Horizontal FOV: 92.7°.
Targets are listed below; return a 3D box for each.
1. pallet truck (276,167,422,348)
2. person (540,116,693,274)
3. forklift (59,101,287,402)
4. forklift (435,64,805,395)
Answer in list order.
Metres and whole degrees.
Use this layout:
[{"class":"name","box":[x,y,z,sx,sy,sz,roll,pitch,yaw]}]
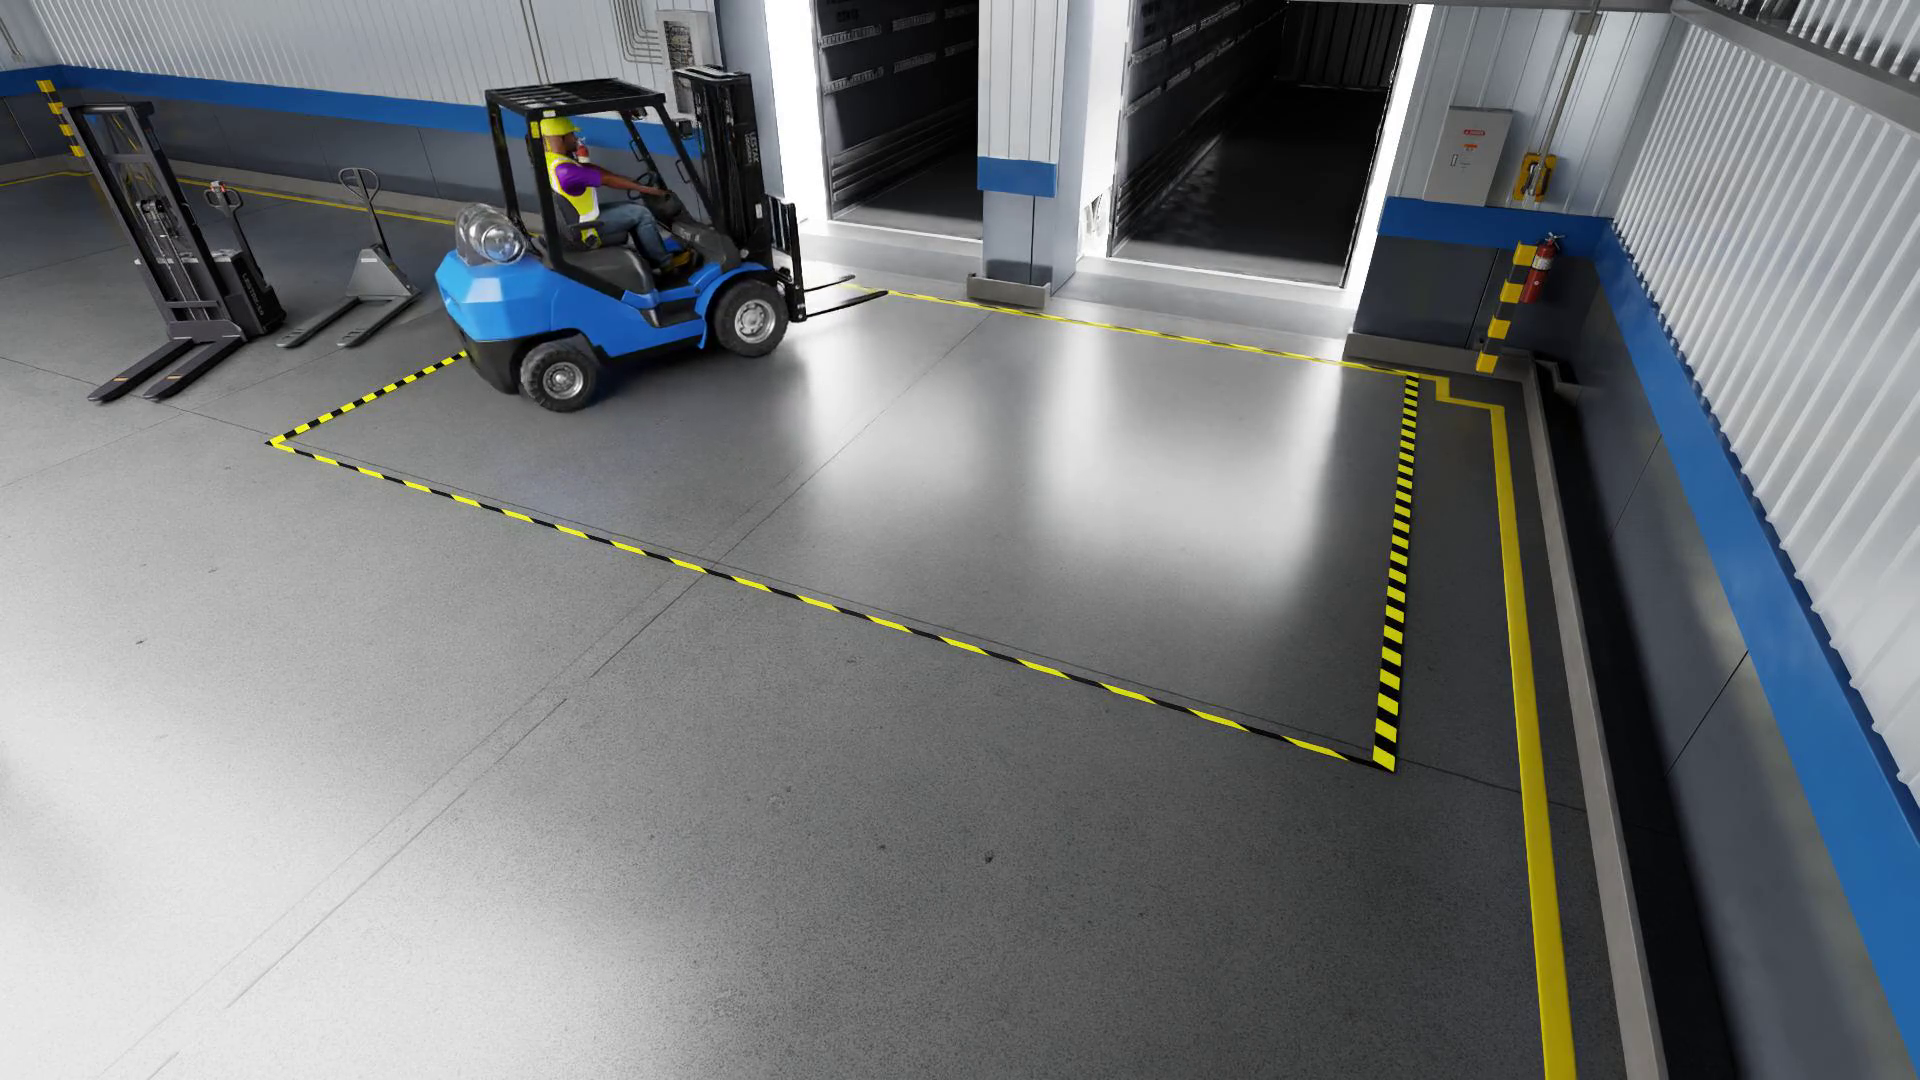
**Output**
[{"class":"pallet truck","box":[-5.732,-2.611,8.414,0.680,1.201,1.601,-1,35,-1]},{"class":"person","box":[-2.720,-2.728,7.285,1.004,1.293,0.635,-24,42,-30]},{"class":"forklift","box":[-6.686,-2.387,7.434,0.823,1.965,1.885,-3,35,-5]},{"class":"forklift","box":[-2.771,-2.557,7.367,2.680,2.036,1.157,-24,42,-30]}]
